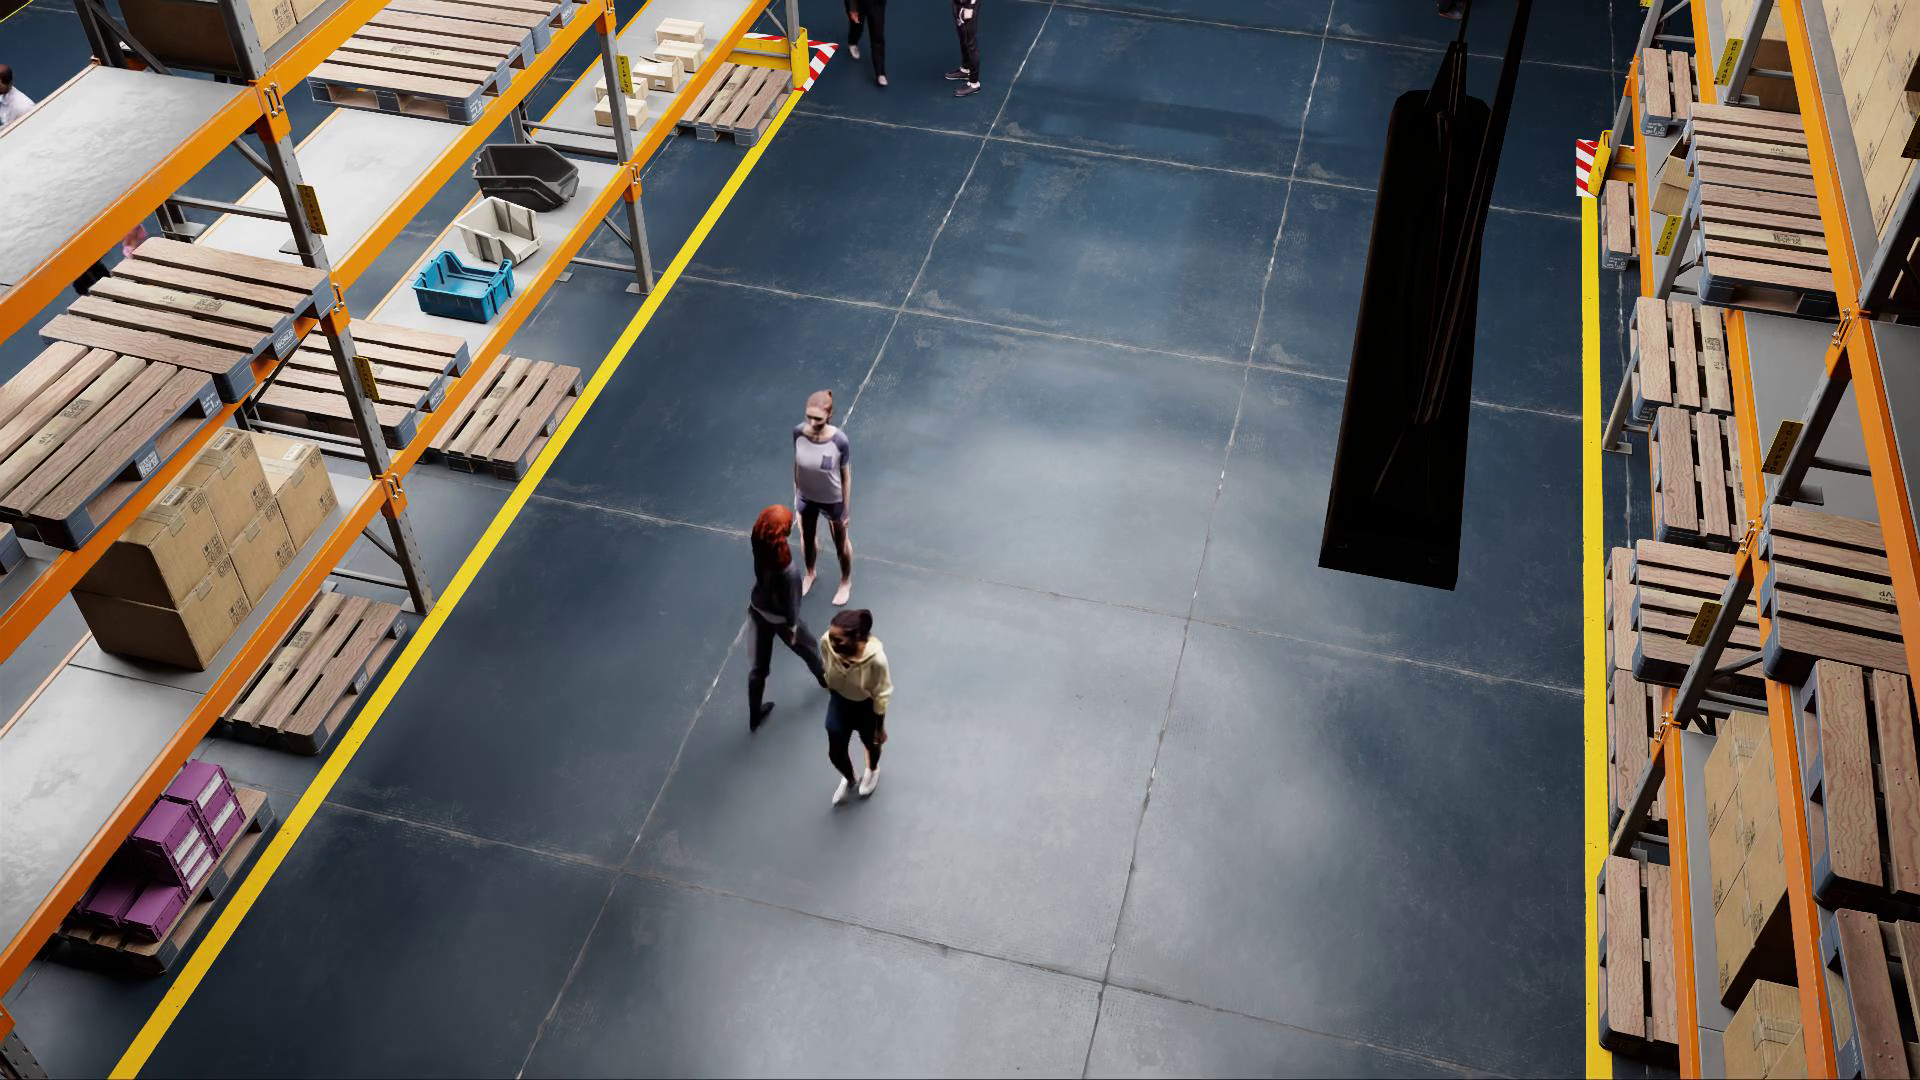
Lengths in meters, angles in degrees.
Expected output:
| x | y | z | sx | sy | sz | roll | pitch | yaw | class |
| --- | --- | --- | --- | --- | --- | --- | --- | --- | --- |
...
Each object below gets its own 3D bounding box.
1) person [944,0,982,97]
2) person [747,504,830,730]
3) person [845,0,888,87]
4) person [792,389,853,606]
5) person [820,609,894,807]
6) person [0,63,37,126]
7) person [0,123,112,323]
| x | y | z | sx | sy | sz | roll | pitch | yaw | class |
| --- | --- | --- | --- | --- | --- | --- | --- | --- | --- |
| 0.063 | -5.341 | 16.529 | 0.823 | 1.834 | 0.691 | -9 | 44 | -9 | person |
| -1.210 | 0.540 | 10.426 | 0.938 | 1.736 | 1.115 | 31 | 51 | 28 | person |
| -0.990 | -5.470 | 16.853 | 1.036 | 1.573 | 1.226 | -13 | 45 | -14 | person |
| -0.915 | -0.316 | 11.304 | 0.606 | 1.765 | 0.596 | 15 | 46 | 15 | person |
| -0.581 | 0.947 | 10.094 | 0.666 | 1.606 | 0.649 | 13 | 45 | 14 | person |
| -7.896 | -3.326 | 14.433 | 0.994 | 1.807 | 1.263 | 33 | 52 | 30 | person |
| -7.387 | -2.688 | 13.753 | 0.838 | 1.821 | 1.103 | -4 | 44 | -4 | person |
